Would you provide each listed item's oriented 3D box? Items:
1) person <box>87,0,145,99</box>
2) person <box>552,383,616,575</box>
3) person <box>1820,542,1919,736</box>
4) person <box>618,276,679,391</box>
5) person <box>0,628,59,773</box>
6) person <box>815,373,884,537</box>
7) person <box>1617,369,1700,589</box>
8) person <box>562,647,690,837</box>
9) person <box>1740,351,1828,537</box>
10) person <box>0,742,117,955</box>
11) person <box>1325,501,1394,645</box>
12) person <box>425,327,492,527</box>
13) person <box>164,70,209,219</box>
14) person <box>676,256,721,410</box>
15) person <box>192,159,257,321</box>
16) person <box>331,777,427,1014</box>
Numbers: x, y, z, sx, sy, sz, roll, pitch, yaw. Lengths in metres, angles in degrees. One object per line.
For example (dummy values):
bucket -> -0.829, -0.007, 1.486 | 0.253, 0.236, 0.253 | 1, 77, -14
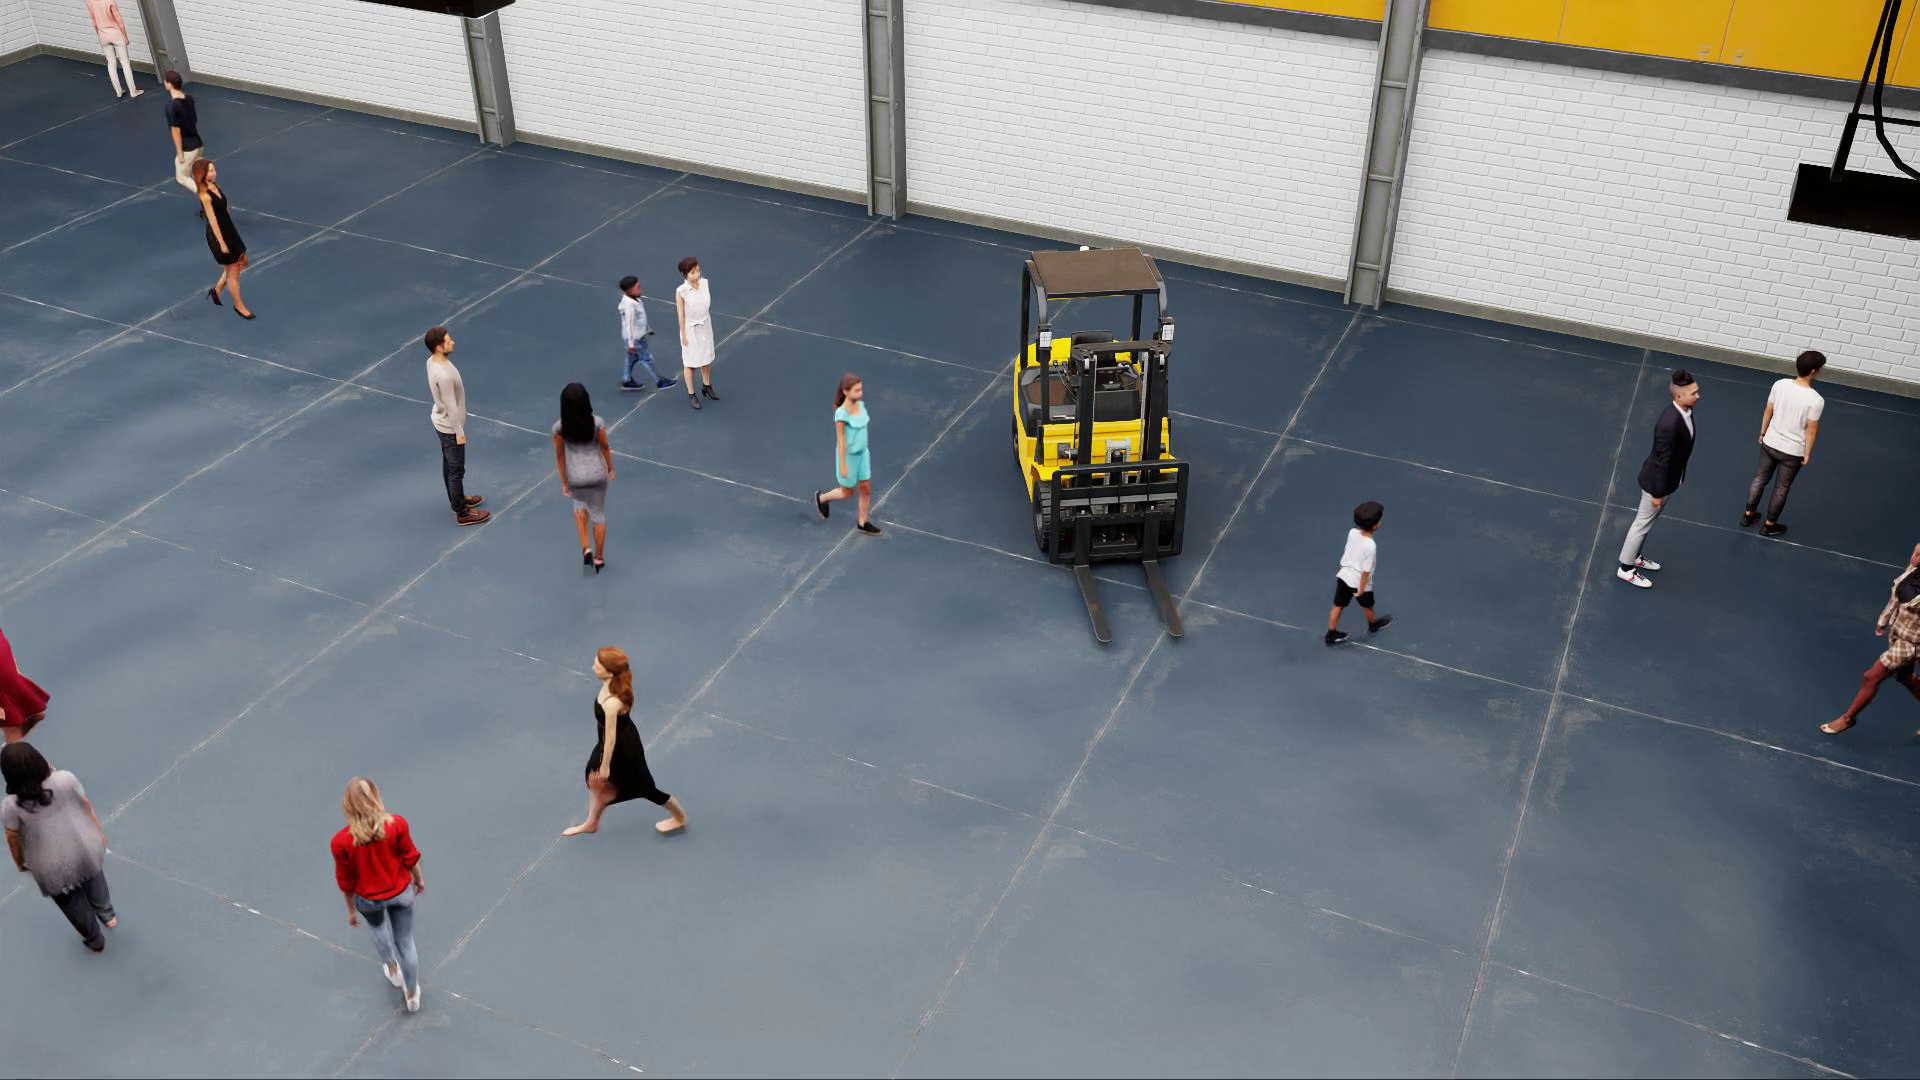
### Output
person -> -12.242, -7.264, 23.989 | 0.594, 1.724, 0.734 | 1, 34, 2
person -> -3.070, -0.459, 13.710 | 0.705, 1.770, 0.778 | -6, 34, -9
person -> 6.859, 0.751, 11.905 | 1.156, 1.753, 0.844 | 3, 34, 4
person -> -3.291, -2.044, 16.577 | 0.851, 1.236, 0.735 | -6, 34, -8
person -> -6.779, 1.040, 11.659 | 0.774, 1.545, 0.668 | 3, 34, 5
person -> -0.991, -0.742, 14.338 | 0.920, 1.546, 0.642 | 20, 39, 27
person -> 5.764, -0.543, 13.674 | 0.632, 1.950, 0.743 | 20, 39, 27
person -> -2.167, 1.395, 11.099 | 1.149, 1.573, 0.997 | -6, 34, -9
person -> 7.112, -0.848, 14.341 | 0.765, 1.720, 0.651 | -20, 38, -27
person -> -5.514, 1.936, 10.265 | 0.771, 1.595, 0.750 | 28, 43, 35
person -> 3.052, 0.303, 13.055 | 0.836, 1.226, 0.835 | -16, 37, -23
person -> -4.437, -0.999, 14.438 | 0.782, 1.863, 0.693 | -16, 37, -22
person -> -9.222, -4.719, 20.055 | 0.837, 1.841, 0.765 | 5, 34, 8
person -> -2.587, -2.054, 16.303 | 0.598, 1.556, 0.609 | 25, 41, 33
person -> -7.952, -3.185, 17.762 | 0.880, 1.825, 0.791 | -4, 34, -7
person -> -3.397, 2.156, 9.851 | 0.803, 1.687, 0.858 | -15, 36, -21
